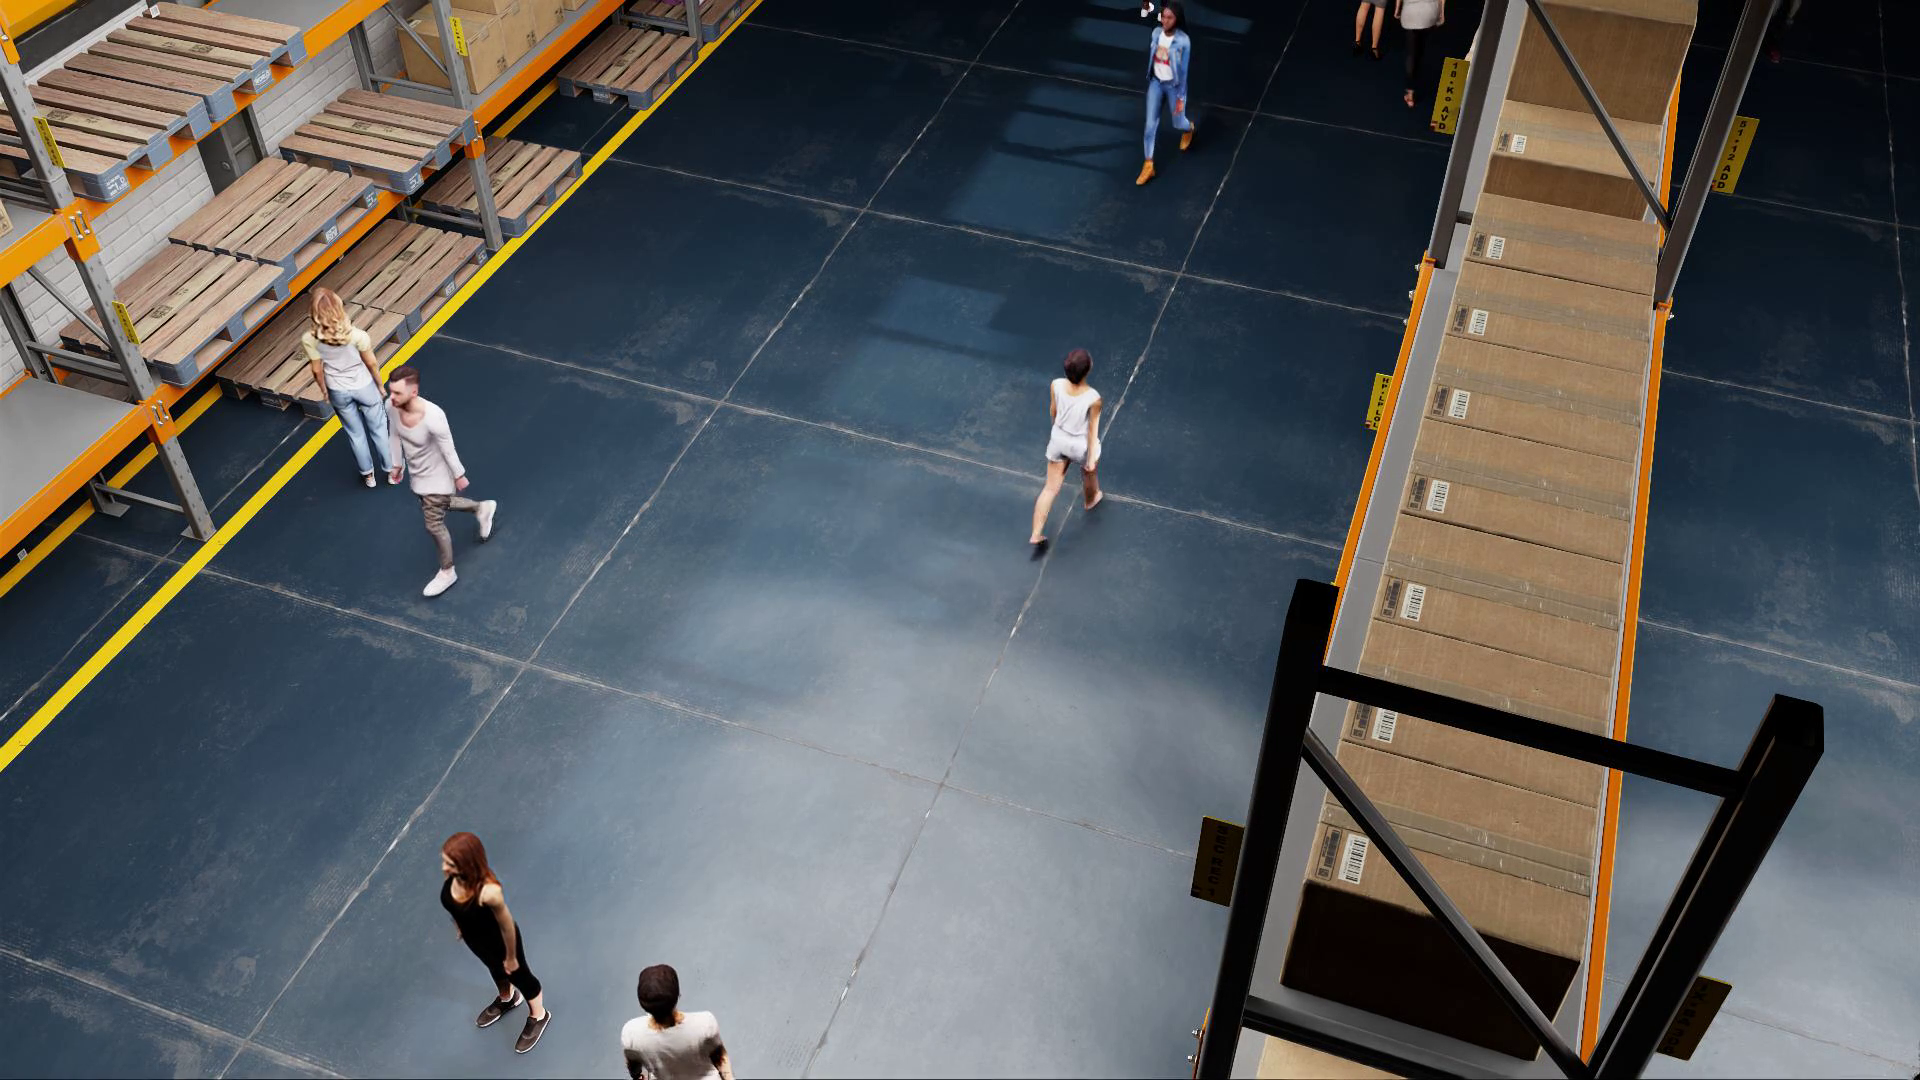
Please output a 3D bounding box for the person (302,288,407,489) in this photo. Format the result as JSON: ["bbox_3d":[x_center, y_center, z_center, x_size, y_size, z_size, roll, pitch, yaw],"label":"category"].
[{"bbox_3d":[-4.393,-1.086,12.042,0.712,1.723,0.723,-8,44,-8],"label":"person"}]

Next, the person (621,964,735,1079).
[{"bbox_3d":[-1.340,2.677,8.098,0.751,1.714,0.748,-6,44,-7],"label":"person"}]

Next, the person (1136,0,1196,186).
[{"bbox_3d":[1.955,-4.136,15.269,0.802,1.688,1.158,27,50,25],"label":"person"}]

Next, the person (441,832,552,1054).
[{"bbox_3d":[-2.450,2.071,8.726,0.619,1.726,0.602,26,50,25],"label":"person"}]

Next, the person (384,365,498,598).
[{"bbox_3d":[-3.565,-0.506,11.366,0.854,1.816,1.153,26,49,24],"label":"person"}]

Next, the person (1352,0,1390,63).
[{"bbox_3d":[4.247,-5.743,16.843,0.682,1.843,0.673,33,53,30],"label":"person"}]

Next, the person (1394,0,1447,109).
[{"bbox_3d":[4.478,-5.069,16.173,0.831,1.790,1.035,4,44,4],"label":"person"}]

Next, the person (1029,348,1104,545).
[{"bbox_3d":[0.738,-0.618,11.666,0.726,1.565,1.128,23,48,22],"label":"person"}]

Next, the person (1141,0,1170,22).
[{"bbox_3d":[2.125,-6.366,17.581,0.666,1.728,0.649,25,49,24],"label":"person"}]
